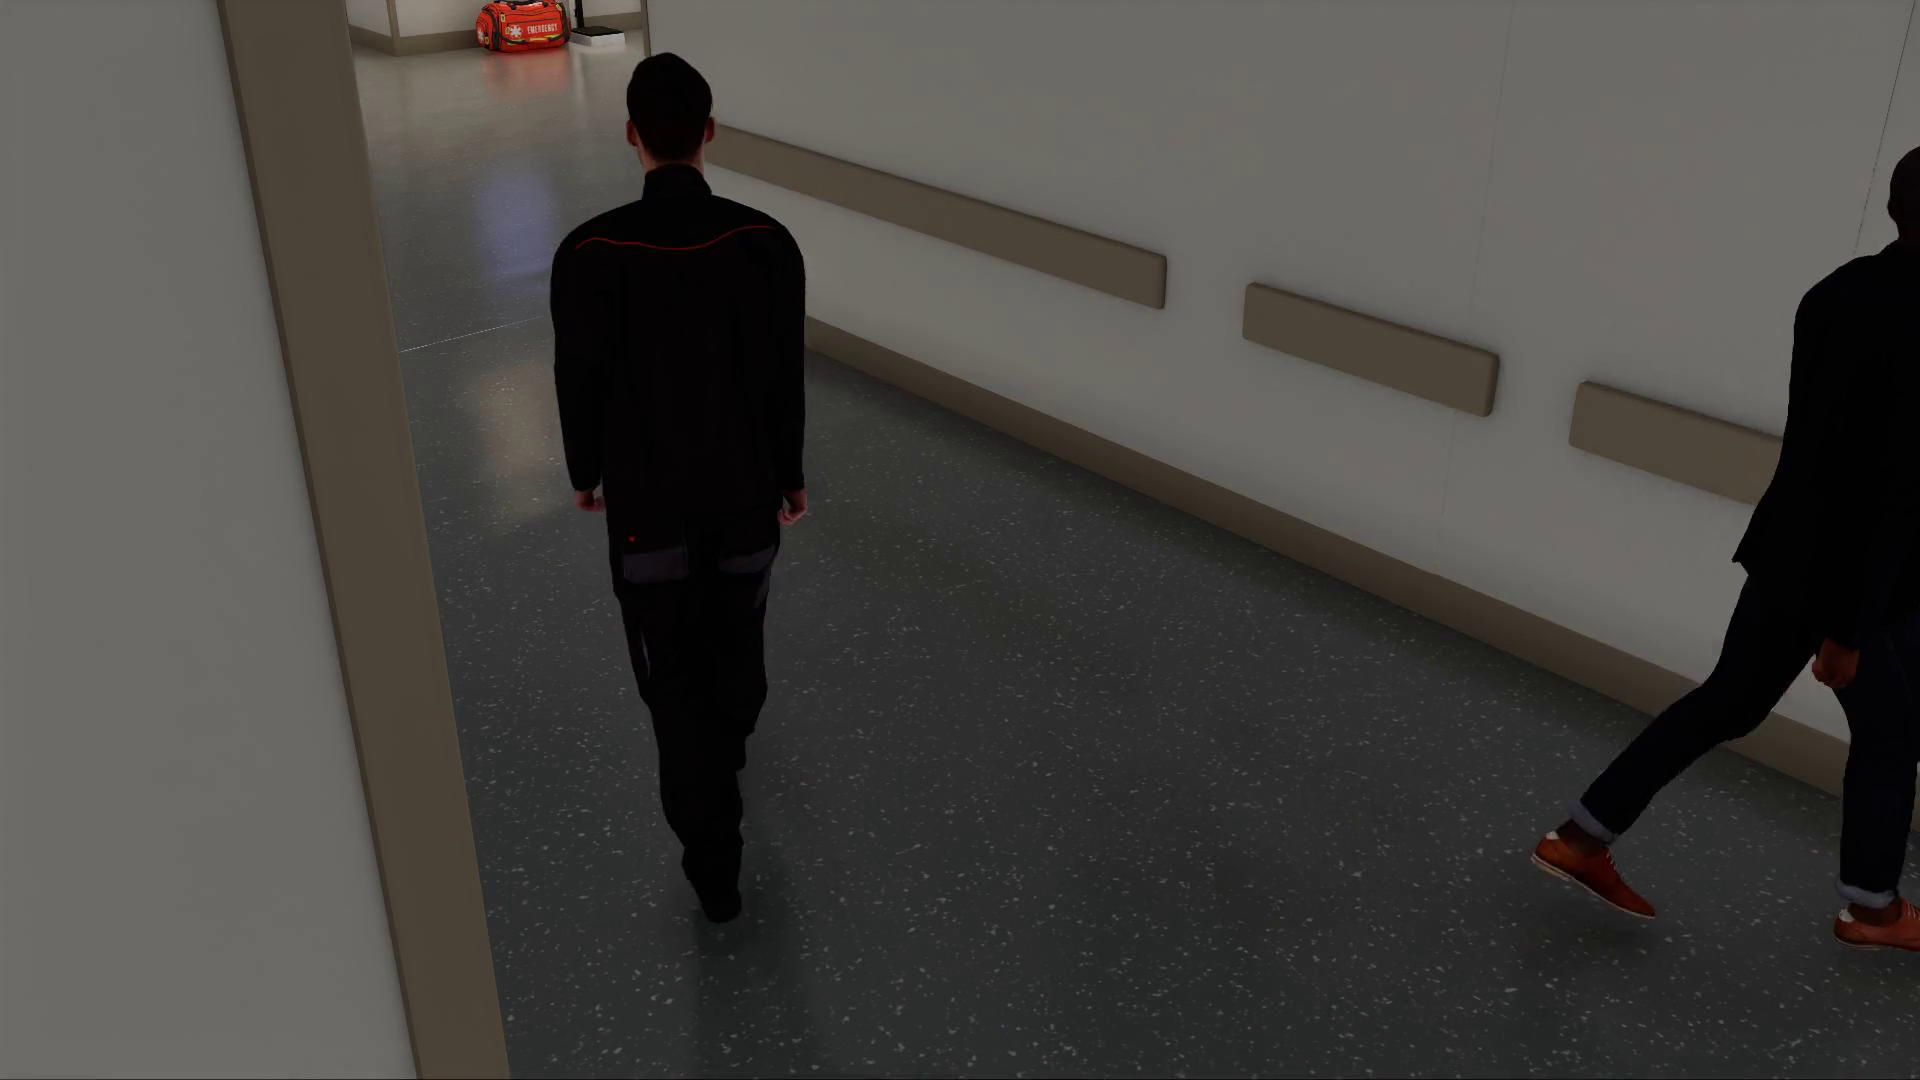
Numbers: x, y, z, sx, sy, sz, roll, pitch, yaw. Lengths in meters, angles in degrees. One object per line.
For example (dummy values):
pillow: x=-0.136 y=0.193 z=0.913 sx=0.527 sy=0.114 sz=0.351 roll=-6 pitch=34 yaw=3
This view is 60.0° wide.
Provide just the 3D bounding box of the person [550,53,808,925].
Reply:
person: x=-0.581 y=-0.053 z=3.680 sx=1.244 sy=1.867 sz=1.066 roll=-8 pitch=27 yaw=-15

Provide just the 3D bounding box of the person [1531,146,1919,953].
person: x=1.715 y=0.098 z=3.482 sx=1.273 sy=1.767 sz=1.207 roll=3 pitch=26 yaw=6
